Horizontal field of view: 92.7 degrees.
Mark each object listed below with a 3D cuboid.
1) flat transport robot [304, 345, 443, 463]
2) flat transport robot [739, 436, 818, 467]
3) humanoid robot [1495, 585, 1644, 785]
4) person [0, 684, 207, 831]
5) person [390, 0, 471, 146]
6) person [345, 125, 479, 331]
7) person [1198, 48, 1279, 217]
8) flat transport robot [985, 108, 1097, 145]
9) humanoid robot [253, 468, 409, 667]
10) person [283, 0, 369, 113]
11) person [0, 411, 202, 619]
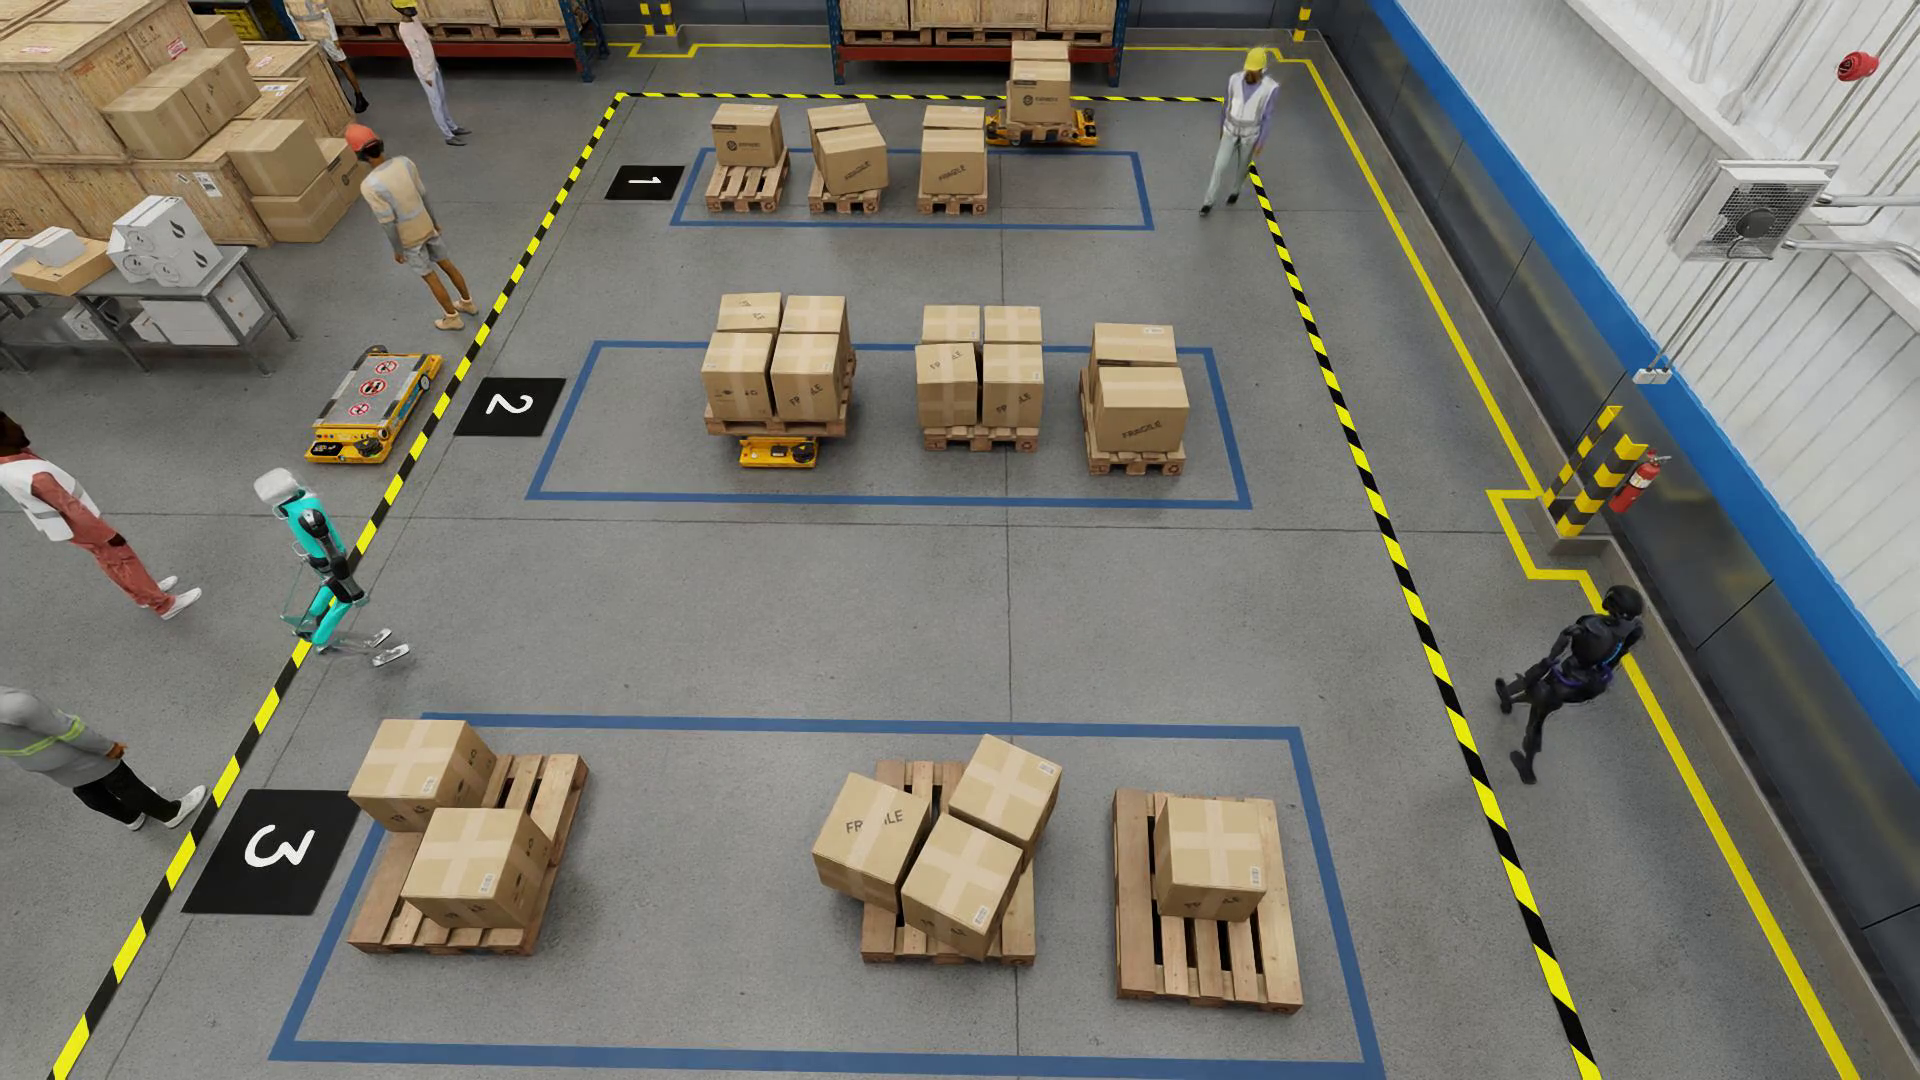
[{"bbox_3d":[-5.383,-1.269,8.441,0.659,0.231,1.431,1,50,1],"label":"flat transport robot"},{"bbox_3d":[-1.582,-1.235,8.394,0.652,0.197,1.431,1,50,1],"label":"flat transport robot"},{"bbox_3d":[3.773,0.838,5.759,0.616,1.630,0.750,-6,50,-5],"label":"humanoid robot"},{"bbox_3d":[-5.225,1.189,5.324,0.589,1.852,0.368,0,50,0],"label":"person"},{"bbox_3d":[-6.535,-5.806,11.298,0.322,1.769,0.523,-6,50,-5],"label":"person"},{"bbox_3d":[-5.190,-2.904,8.672,0.406,2.030,0.607,13,51,11],"label":"person"},{"bbox_3d":[3.093,-4.463,10.147,0.596,1.789,0.913,22,53,18],"label":"person"},{"bbox_3d":[1.042,-5.384,11.905,1.431,0.197,0.652,1,50,1],"label":"flat transport robot"},{"bbox_3d":[-4.299,0.306,6.057,0.533,1.677,0.735,35,58,26],"label":"humanoid robot"},{"bbox_3d":[-8.271,-6.514,11.784,0.542,1.942,0.348,4,50,3],"label":"person"},{"bbox_3d":[-6.157,-0.129,6.405,0.579,1.911,0.394,24,54,19],"label":"person"}]
